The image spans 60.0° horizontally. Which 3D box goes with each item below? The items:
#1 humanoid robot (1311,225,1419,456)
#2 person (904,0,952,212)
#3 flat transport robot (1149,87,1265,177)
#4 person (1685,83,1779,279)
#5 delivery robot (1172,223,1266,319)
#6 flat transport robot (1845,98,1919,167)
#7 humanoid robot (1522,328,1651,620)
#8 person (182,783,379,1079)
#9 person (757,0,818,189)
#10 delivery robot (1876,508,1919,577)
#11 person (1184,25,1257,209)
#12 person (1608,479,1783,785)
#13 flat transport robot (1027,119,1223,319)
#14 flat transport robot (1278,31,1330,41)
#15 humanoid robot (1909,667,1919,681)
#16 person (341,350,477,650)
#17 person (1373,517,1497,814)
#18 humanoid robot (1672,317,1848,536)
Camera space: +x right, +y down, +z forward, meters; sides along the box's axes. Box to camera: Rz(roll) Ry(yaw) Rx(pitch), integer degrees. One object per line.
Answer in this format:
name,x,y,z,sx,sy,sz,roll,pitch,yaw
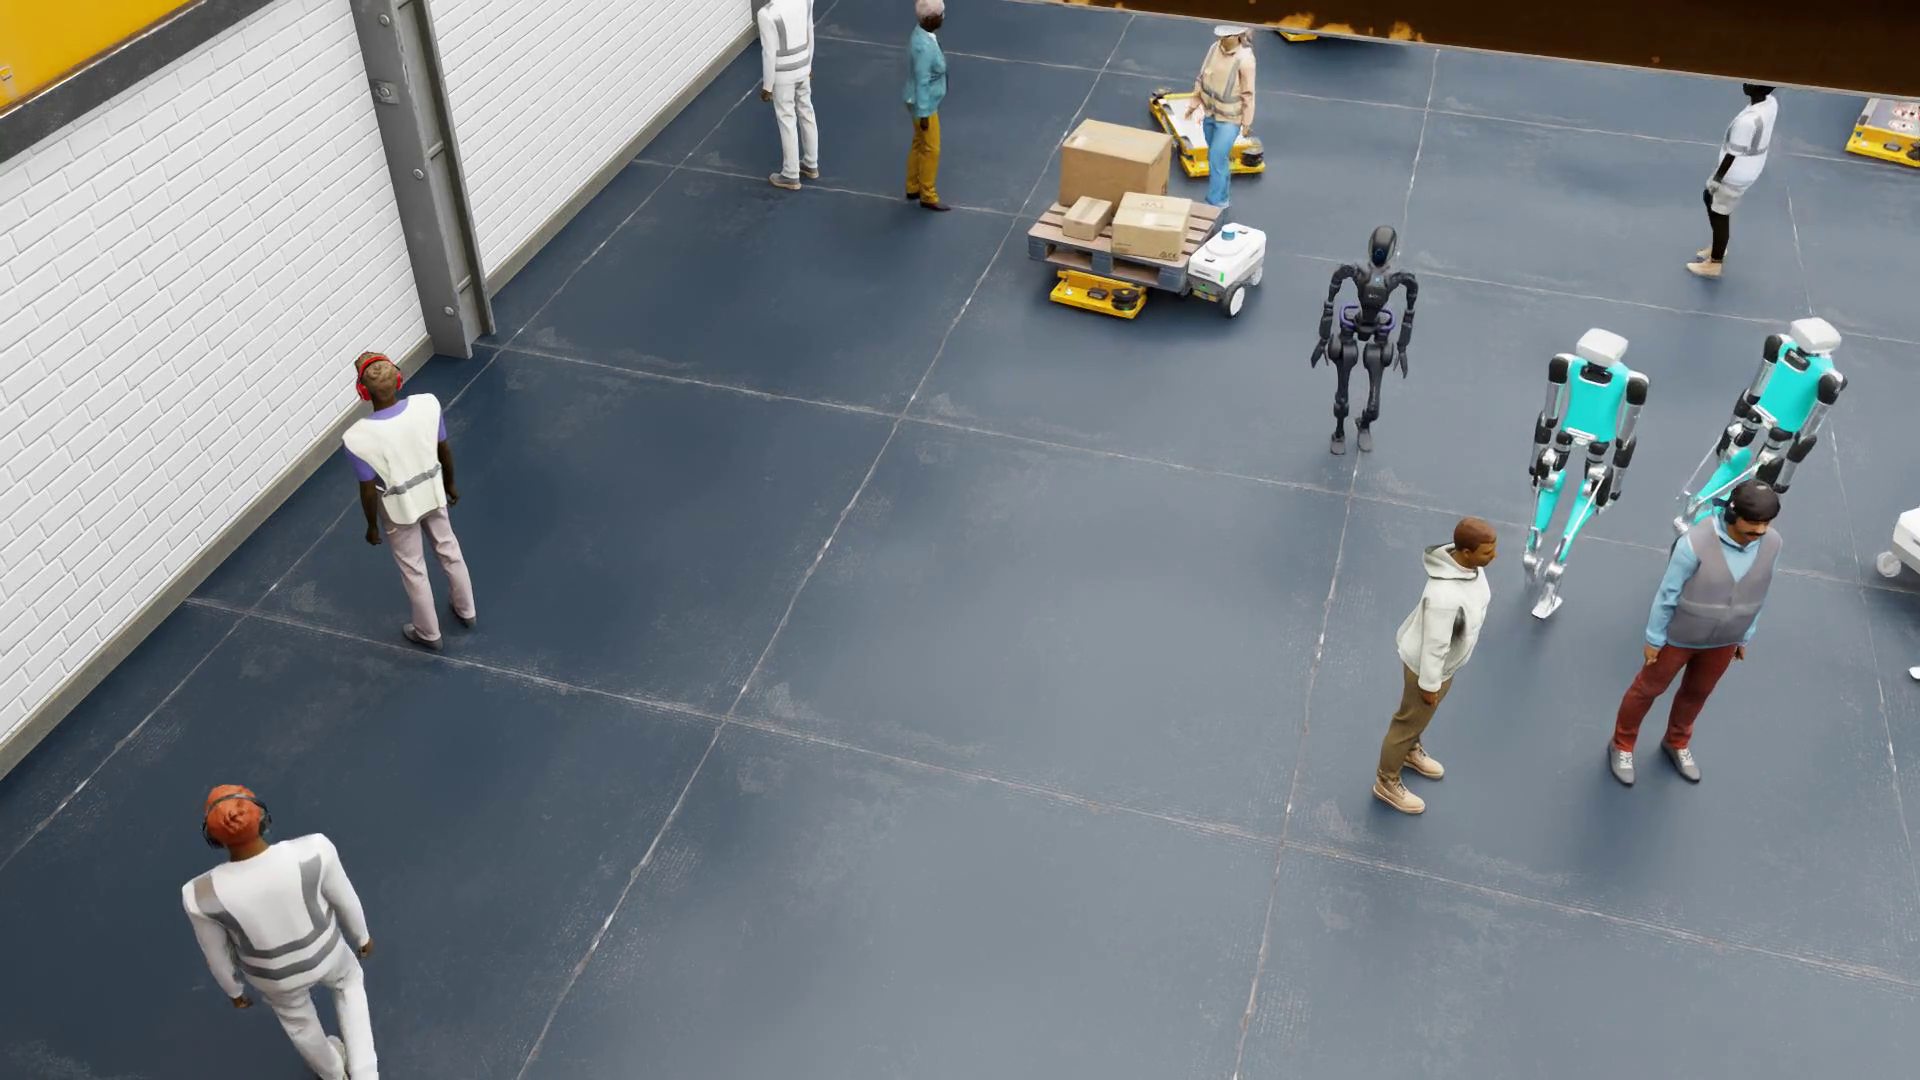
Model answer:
humanoid robot,2.531,-1.240,10.423,0.604,1.641,0.345,7,39,9
person,-0.260,-3.424,13.088,0.377,1.742,0.546,1,39,1
flat transport robot,2.132,-3.557,14.428,0.659,0.231,1.431,-5,39,-7
person,5.692,-2.725,12.260,0.395,1.681,0.547,27,46,29
delivery robot,1.962,-2.046,12.311,0.499,0.583,0.767,24,45,27
flat transport robot,8.263,-3.660,14.557,0.659,0.231,1.431,23,44,25
humanoid robot,3.295,-0.228,9.165,0.572,1.827,0.769,25,45,27
person,-2.654,1.676,6.641,0.593,1.870,0.503,-17,42,-20
person,-1.386,-3.744,13.378,0.361,1.877,0.573,27,46,30
delivery robot,5.754,0.146,9.598,0.499,0.600,0.802,-14,41,-17
person,1.964,-3.270,12.921,0.645,1.708,0.506,-22,44,-25
person,3.621,0.441,8.179,0.539,1.872,0.414,-3,39,-3
flat transport robot,1.258,-2.150,12.679,0.659,0.231,1.431,16,42,19
flat transport robot,3.777,-5.227,16.506,1.431,0.231,0.659,-11,40,-14
humanoid robot,5.382,0.124,8.703,0.752,1.811,0.541,10,40,12
person,-2.954,-0.190,8.984,0.378,1.841,0.568,29,47,31
person,2.293,0.581,8.094,0.373,1.758,0.514,19,42,22
humanoid robot,4.323,-0.400,9.340,0.786,1.770,0.531,-12,40,-15
